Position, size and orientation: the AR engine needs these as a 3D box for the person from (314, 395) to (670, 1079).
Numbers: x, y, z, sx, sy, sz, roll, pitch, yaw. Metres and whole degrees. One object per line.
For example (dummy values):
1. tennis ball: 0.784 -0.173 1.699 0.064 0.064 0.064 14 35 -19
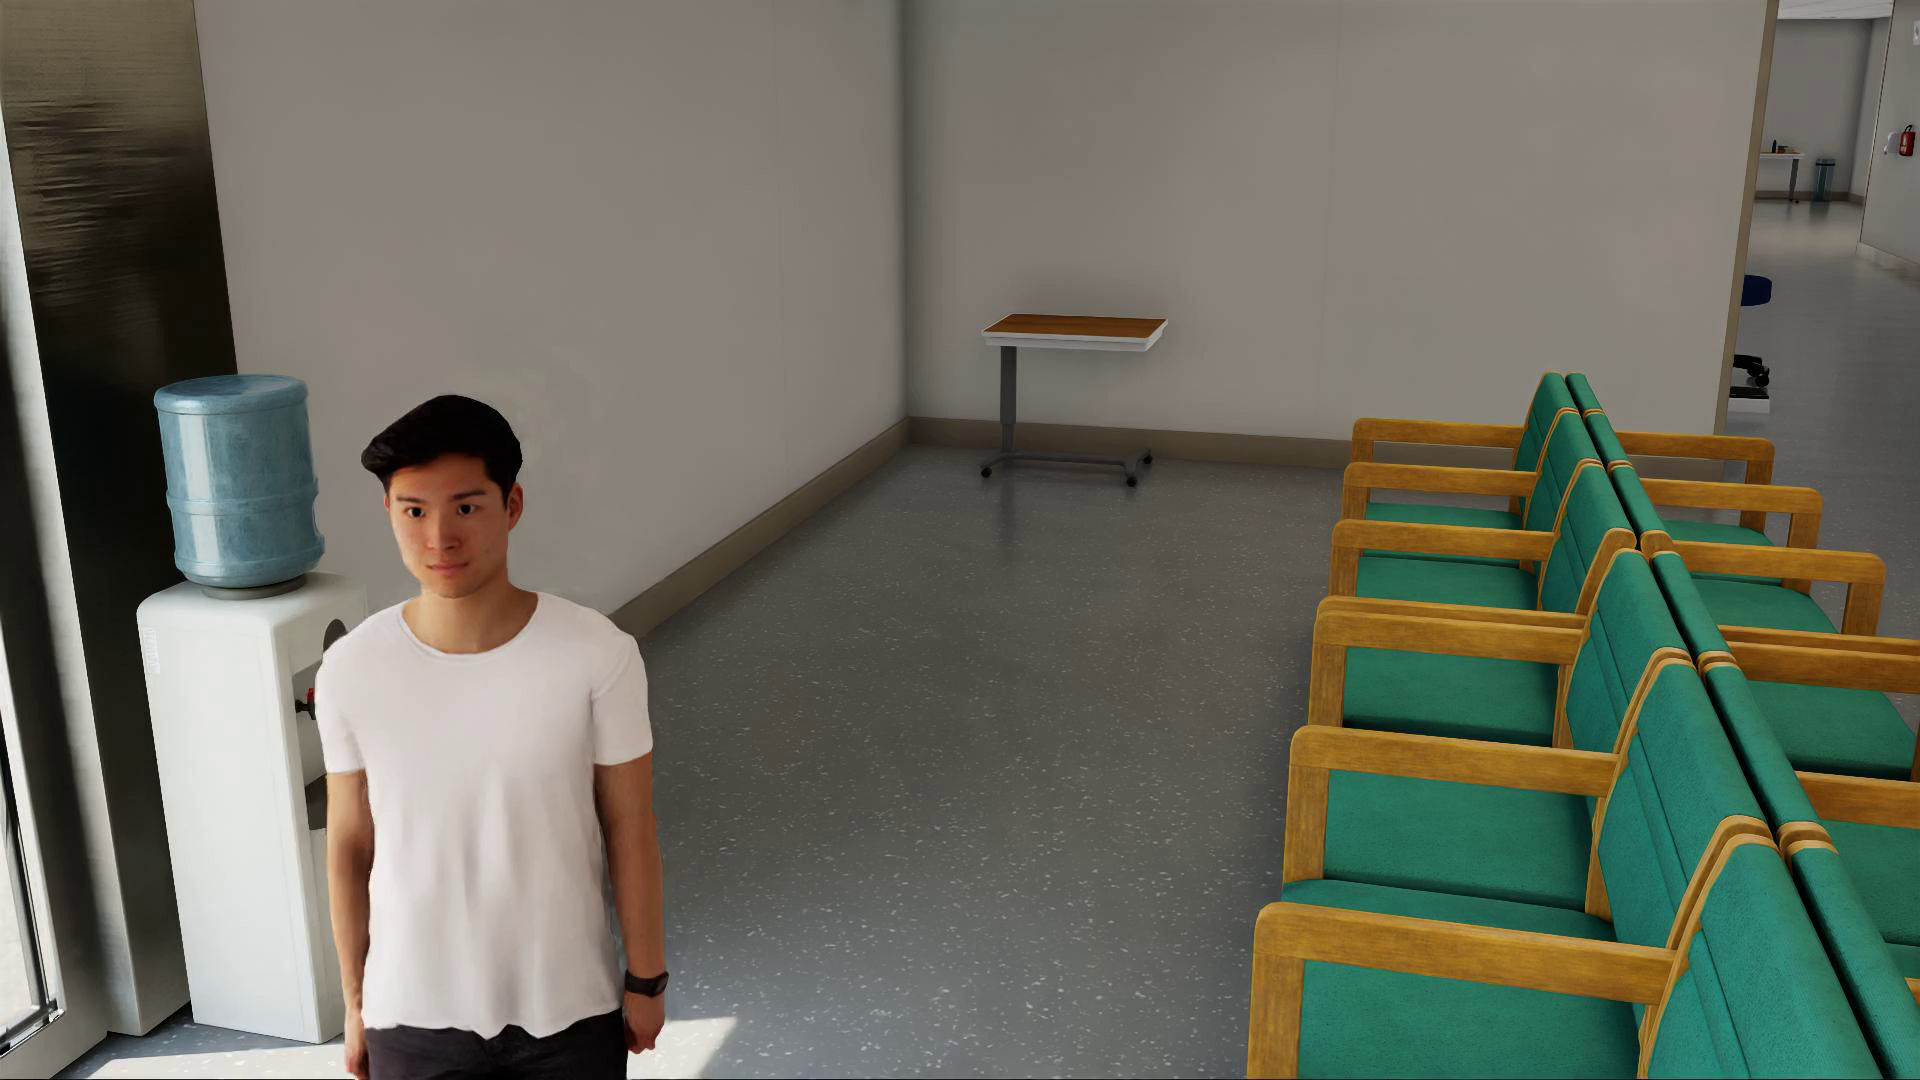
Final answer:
1. person: -0.674 0.617 2.498 0.909 1.706 0.849 -1 16 -2
